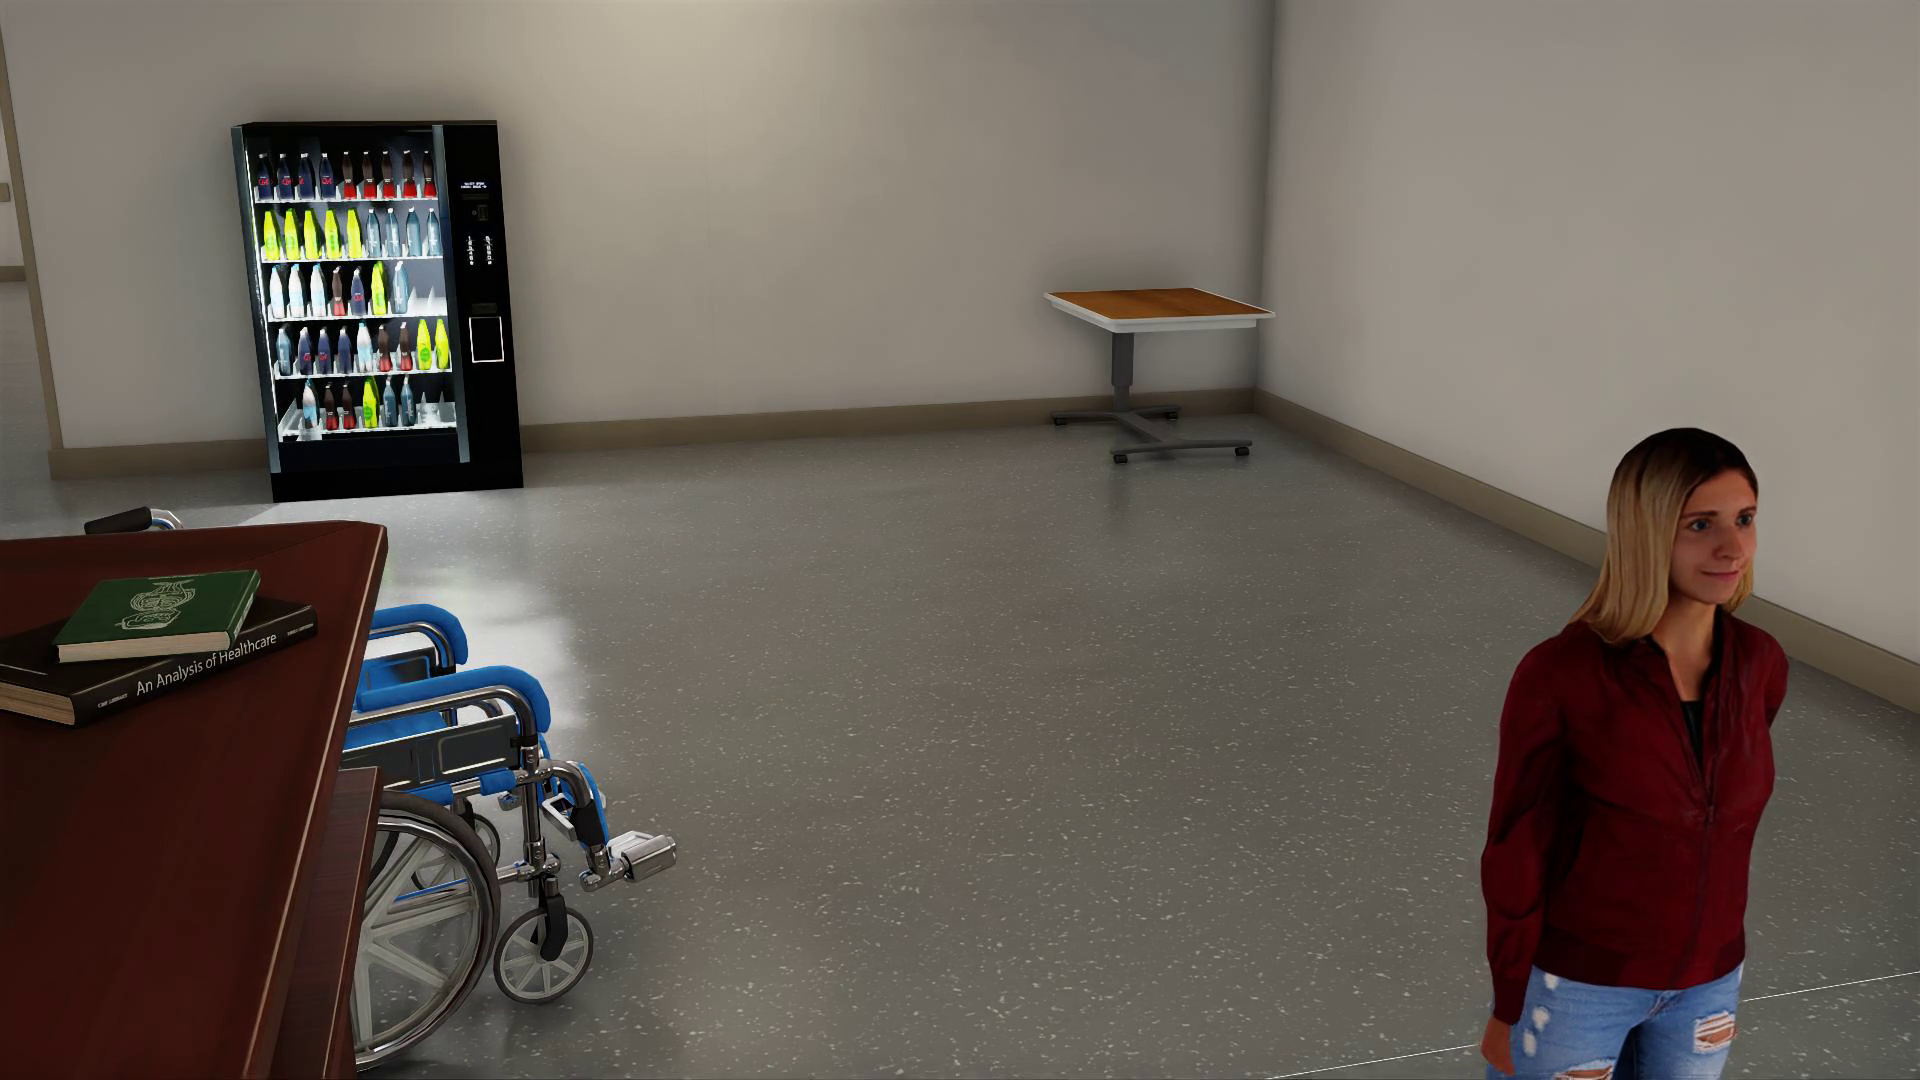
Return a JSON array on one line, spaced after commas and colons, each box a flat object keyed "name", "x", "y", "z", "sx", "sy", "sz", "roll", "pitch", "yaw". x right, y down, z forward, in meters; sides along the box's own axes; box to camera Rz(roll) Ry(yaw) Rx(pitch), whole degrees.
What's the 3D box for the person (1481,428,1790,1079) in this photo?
[{"name": "person", "x": 0.948, "y": 0.635, "z": 2.401, "sx": 0.467, "sy": 1.634, "sz": 0.665, "roll": -5, "pitch": 17, "yaw": -18}]
